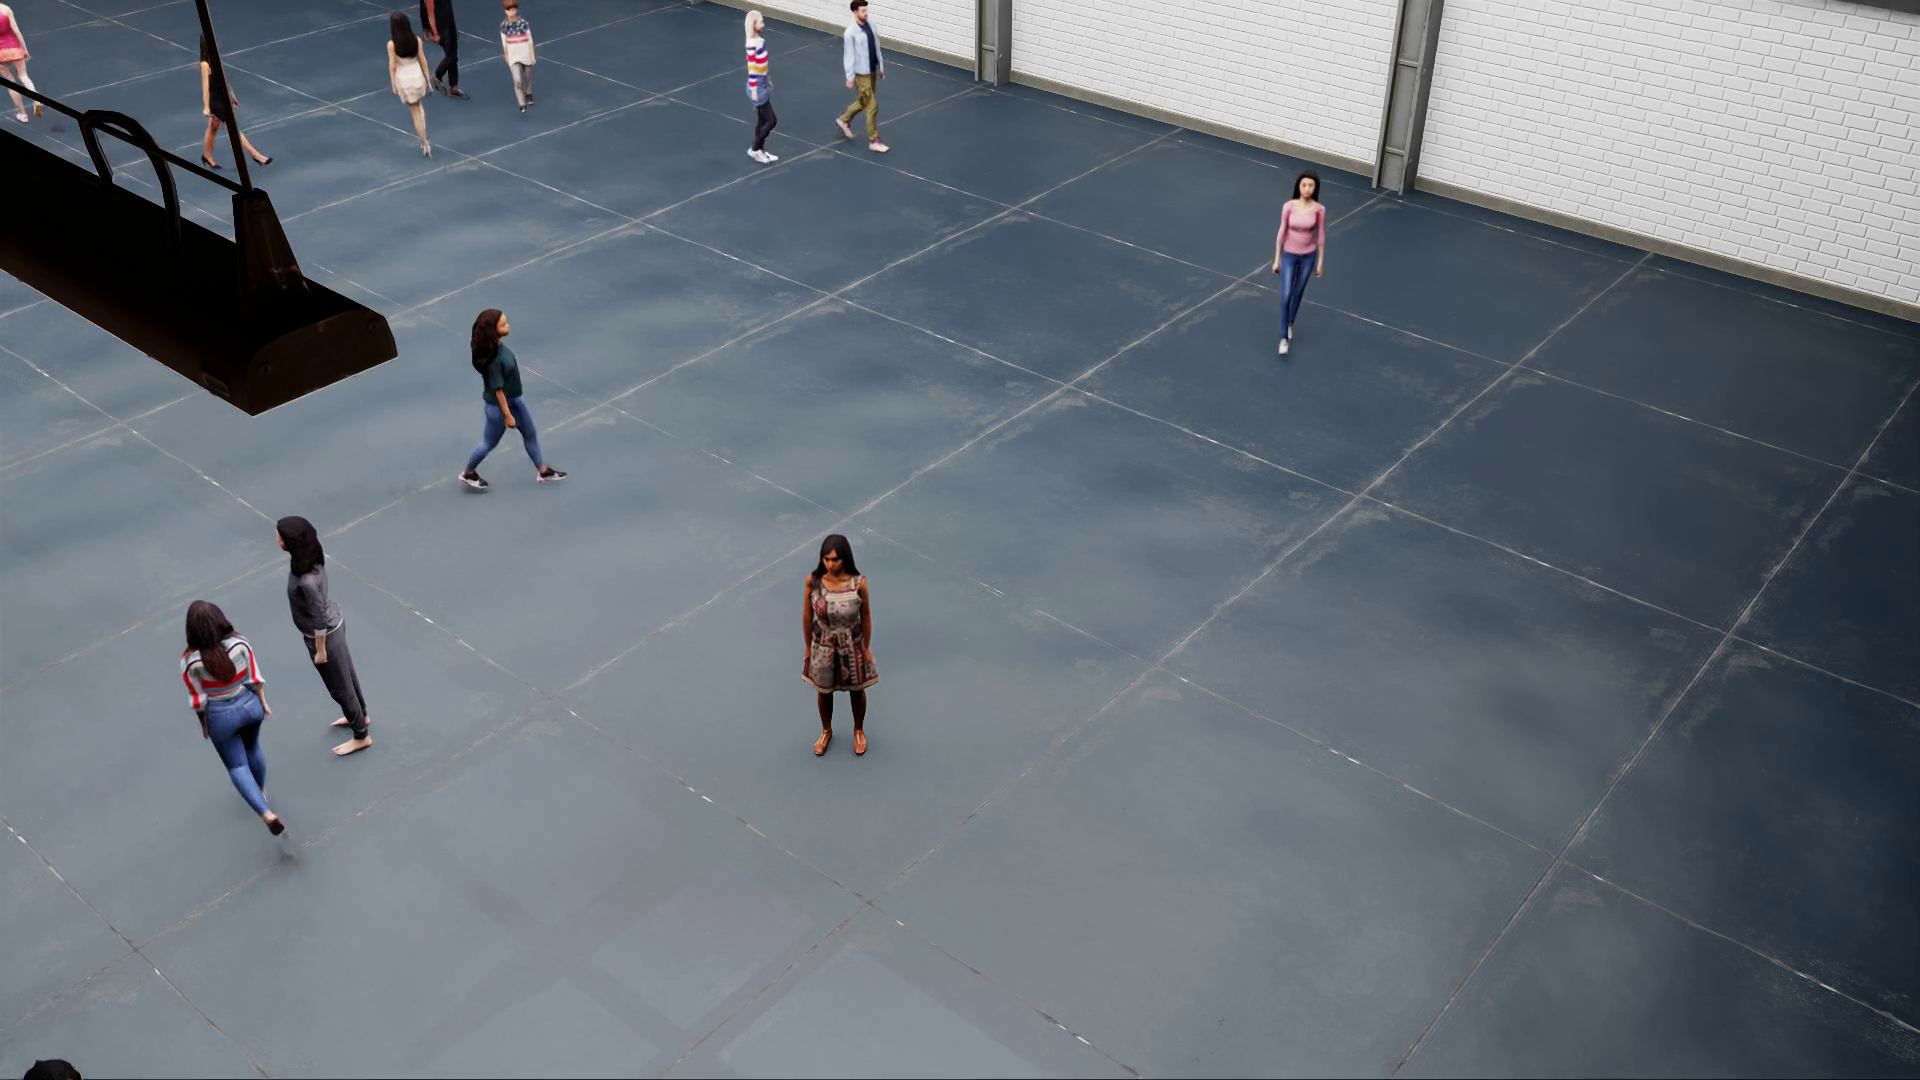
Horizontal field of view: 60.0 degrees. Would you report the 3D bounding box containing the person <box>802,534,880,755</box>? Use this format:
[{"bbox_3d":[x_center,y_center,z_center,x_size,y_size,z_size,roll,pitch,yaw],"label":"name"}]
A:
[{"bbox_3d":[-0.777,0.661,10.690,0.689,1.645,0.781,1,34,1],"label":"person"}]

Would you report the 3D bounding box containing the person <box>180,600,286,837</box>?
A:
[{"bbox_3d":[-4.370,1.099,10.079,0.721,1.591,1.008,-24,40,-31],"label":"person"}]

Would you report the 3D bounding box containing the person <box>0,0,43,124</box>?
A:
[{"bbox_3d":[-11.820,-6.045,20.702,0.803,1.731,0.635,26,42,34],"label":"person"}]

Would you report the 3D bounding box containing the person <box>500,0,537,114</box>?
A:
[{"bbox_3d":[-5.622,-6.219,21.258,0.838,1.405,1.010,-10,35,-15],"label":"person"}]

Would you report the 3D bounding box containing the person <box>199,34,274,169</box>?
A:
[{"bbox_3d":[-8.706,-5.051,19.328,1.140,1.597,1.007,1,34,2],"label":"person"}]

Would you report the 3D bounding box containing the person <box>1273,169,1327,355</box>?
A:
[{"bbox_3d":[3.181,-2.678,15.643,0.981,1.724,0.969,3,34,5],"label":"person"}]

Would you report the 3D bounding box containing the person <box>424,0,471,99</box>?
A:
[{"bbox_3d":[-6.740,-6.599,21.461,0.881,1.812,0.823,9,35,13],"label":"person"}]

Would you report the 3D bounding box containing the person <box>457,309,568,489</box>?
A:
[{"bbox_3d":[-3.776,-1.088,13.383,1.116,1.576,1.084,-3,34,-5],"label":"person"}]

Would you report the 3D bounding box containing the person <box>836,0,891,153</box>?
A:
[{"bbox_3d":[-1.209,-5.611,20.001,1.144,1.783,0.758,20,38,27],"label":"person"}]

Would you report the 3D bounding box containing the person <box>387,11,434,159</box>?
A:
[{"bbox_3d":[-6.451,-5.345,19.653,0.665,1.725,0.674,-21,39,-28],"label":"person"}]

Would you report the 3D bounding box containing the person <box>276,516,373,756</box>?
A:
[{"bbox_3d":[-4.075,0.598,10.678,0.735,1.764,0.636,-9,35,-13],"label":"person"}]

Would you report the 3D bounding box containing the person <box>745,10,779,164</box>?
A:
[{"bbox_3d":[-2.435,-5.301,19.519,0.809,1.801,0.779,3,34,4],"label":"person"}]
